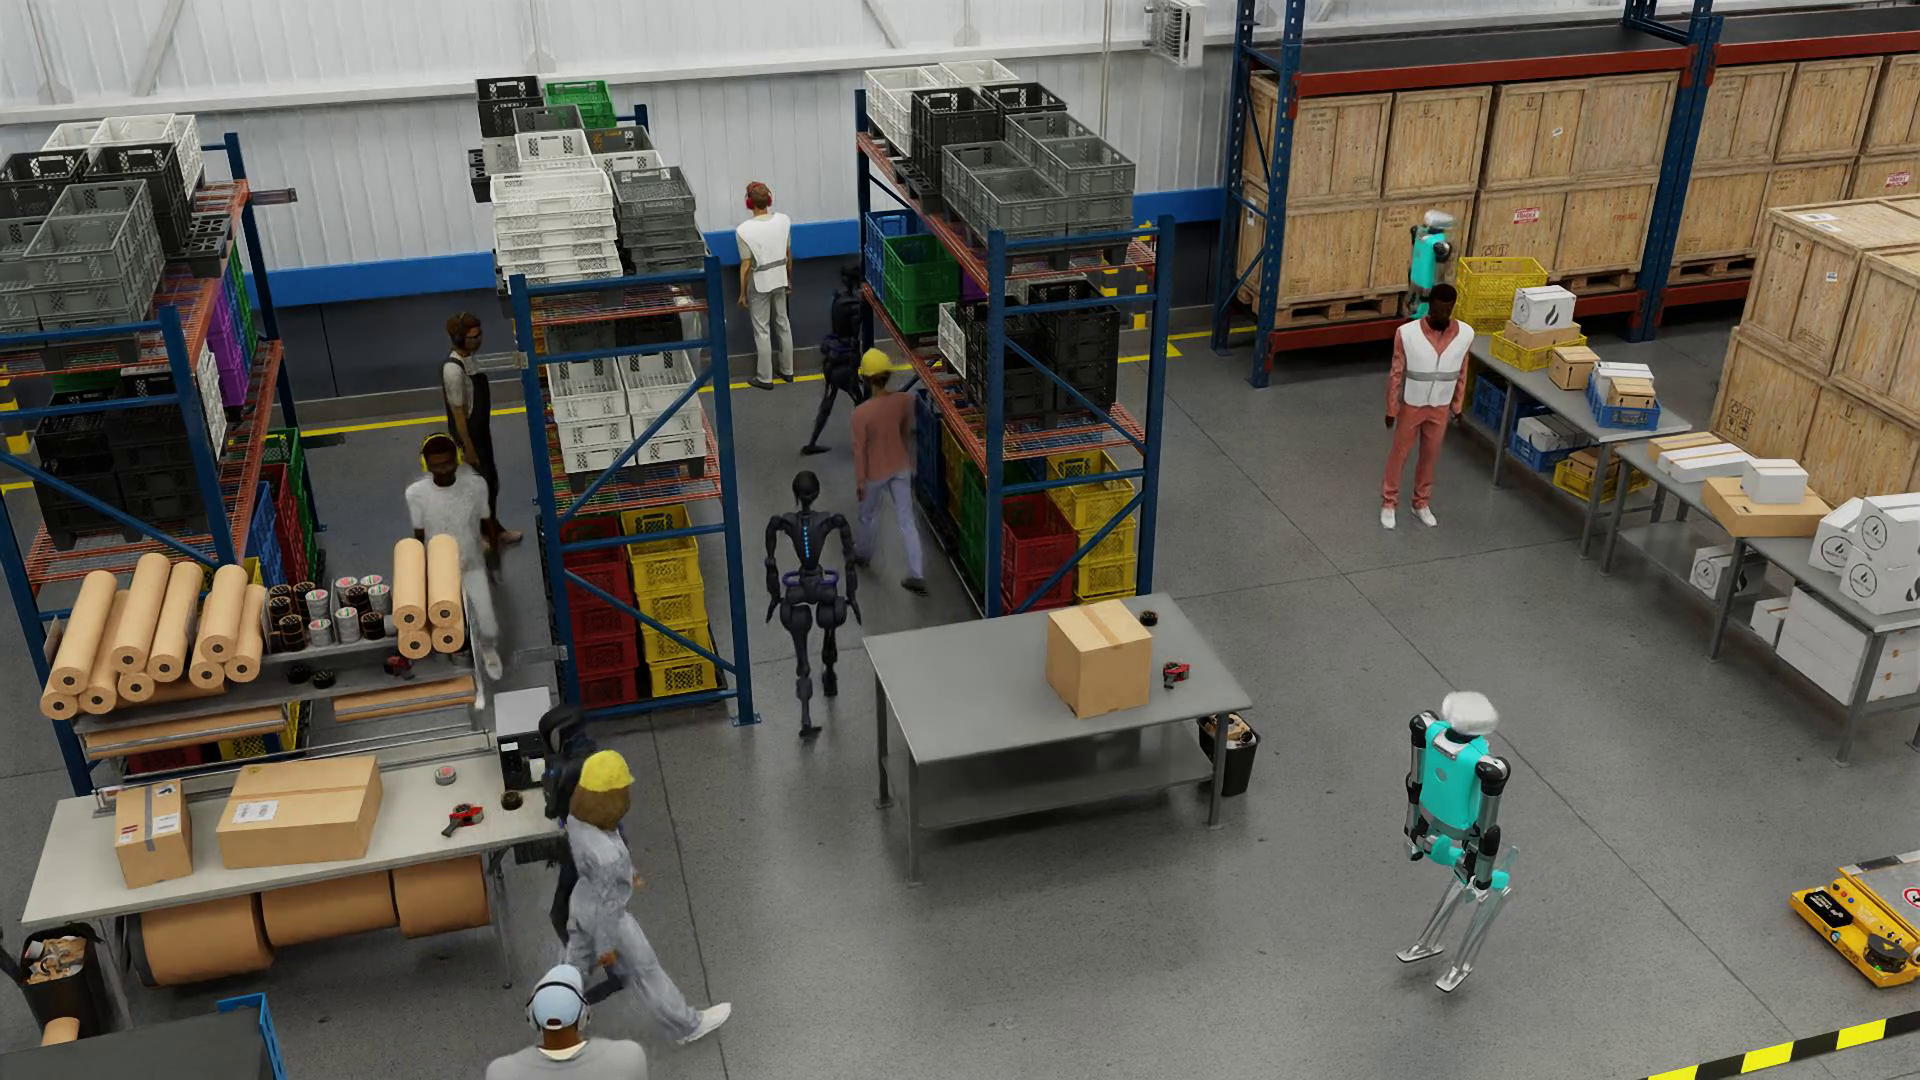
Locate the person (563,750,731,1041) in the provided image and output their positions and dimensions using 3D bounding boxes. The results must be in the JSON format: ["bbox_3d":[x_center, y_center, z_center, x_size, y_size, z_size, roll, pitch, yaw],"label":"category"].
[{"bbox_3d":[-1.571,1.688,7.615,0.866,1.685,0.488,-17,33,-28],"label":"person"}]

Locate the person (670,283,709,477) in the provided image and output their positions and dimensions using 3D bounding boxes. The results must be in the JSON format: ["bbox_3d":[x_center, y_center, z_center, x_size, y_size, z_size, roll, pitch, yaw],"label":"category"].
[{"bbox_3d":[-2.233,-1.393,13.080,0.432,1.836,0.630,-23,36,-35],"label":"person"}]

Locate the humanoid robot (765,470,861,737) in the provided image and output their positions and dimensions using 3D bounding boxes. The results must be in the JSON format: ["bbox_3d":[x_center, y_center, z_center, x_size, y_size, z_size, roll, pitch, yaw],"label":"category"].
[{"bbox_3d":[-0.898,0.377,10.088,0.589,1.639,0.794,-1,29,-2],"label":"humanoid robot"}]

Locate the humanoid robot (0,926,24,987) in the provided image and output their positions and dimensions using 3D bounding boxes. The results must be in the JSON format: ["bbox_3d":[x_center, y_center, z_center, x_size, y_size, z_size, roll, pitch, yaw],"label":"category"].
[{"bbox_3d":[-4.550,1.837,7.400,0.591,1.635,0.741,-15,32,-25],"label":"humanoid robot"}]

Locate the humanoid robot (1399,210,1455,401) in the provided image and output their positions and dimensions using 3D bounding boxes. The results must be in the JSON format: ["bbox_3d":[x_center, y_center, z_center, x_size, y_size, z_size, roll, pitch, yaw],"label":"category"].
[{"bbox_3d":[4.197,-1.936,14.239,0.835,1.857,0.556,-7,30,-13],"label":"humanoid robot"}]

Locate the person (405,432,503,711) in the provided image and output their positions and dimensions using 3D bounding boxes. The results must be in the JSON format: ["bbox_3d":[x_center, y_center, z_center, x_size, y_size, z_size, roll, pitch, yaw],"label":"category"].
[{"bbox_3d":[-3.065,0.185,10.169,0.499,1.861,0.436,-9,30,-15],"label":"person"}]

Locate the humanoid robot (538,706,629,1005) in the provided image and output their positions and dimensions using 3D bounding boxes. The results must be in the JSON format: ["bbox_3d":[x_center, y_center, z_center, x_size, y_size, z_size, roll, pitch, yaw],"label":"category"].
[{"bbox_3d":[-1.817,1.527,7.918,0.394,1.653,0.610,-23,36,-36],"label":"humanoid robot"}]

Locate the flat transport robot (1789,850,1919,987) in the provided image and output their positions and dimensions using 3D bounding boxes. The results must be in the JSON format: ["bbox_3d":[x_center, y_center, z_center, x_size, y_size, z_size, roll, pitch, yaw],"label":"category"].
[{"bbox_3d":[5.163,1.916,8.676,1.431,0.231,0.659,-8,30,-14],"label":"flat transport robot"}]

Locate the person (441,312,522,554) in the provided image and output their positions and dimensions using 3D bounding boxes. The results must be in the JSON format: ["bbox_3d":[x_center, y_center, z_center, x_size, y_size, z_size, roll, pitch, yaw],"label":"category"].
[{"bbox_3d":[-3.483,-0.758,11.917,0.438,1.834,0.516,-2,29,-4],"label":"person"}]

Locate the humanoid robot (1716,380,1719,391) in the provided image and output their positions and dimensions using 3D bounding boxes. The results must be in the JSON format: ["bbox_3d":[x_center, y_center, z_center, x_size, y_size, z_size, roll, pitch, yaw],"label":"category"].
[{"bbox_3d":[6.982,-1.997,14.303,0.920,1.798,0.557,-1,29,-1],"label":"humanoid robot"}]

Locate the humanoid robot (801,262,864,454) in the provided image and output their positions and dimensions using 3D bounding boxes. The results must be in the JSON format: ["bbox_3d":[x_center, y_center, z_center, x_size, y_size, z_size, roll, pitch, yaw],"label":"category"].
[{"bbox_3d":[-0.965,-1.438,13.346,0.675,1.626,0.591,-11,31,-19],"label":"humanoid robot"}]

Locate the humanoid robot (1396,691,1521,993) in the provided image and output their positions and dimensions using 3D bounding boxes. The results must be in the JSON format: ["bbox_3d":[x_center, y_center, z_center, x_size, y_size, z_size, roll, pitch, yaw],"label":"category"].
[{"bbox_3d":[2.470,1.396,7.957,0.735,1.677,0.533,-17,33,-28],"label":"humanoid robot"}]

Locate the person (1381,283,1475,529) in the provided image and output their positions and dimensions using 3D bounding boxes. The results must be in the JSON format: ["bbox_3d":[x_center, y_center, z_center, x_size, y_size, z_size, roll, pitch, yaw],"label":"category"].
[{"bbox_3d":[3.423,-0.997,12.266,0.591,1.916,0.376,-3,29,-5],"label":"person"}]

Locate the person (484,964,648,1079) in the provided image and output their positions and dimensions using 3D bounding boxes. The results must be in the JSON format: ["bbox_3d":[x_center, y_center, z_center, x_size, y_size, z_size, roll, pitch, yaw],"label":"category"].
[{"bbox_3d":[-1.422,2.341,6.258,0.589,1.851,0.401,-6,29,-10],"label":"person"}]

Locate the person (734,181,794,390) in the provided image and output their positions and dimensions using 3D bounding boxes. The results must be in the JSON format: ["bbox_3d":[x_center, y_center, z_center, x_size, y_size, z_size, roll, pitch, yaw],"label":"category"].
[{"bbox_3d":[-1.687,-2.209,14.545,0.568,1.840,0.373,-25,37,-37],"label":"person"}]

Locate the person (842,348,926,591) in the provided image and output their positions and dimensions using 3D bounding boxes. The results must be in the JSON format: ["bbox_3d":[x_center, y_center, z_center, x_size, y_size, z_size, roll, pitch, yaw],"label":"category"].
[{"bbox_3d":[-0.522,-0.492,11.537,0.538,1.719,0.889,-19,34,-31],"label":"person"}]
